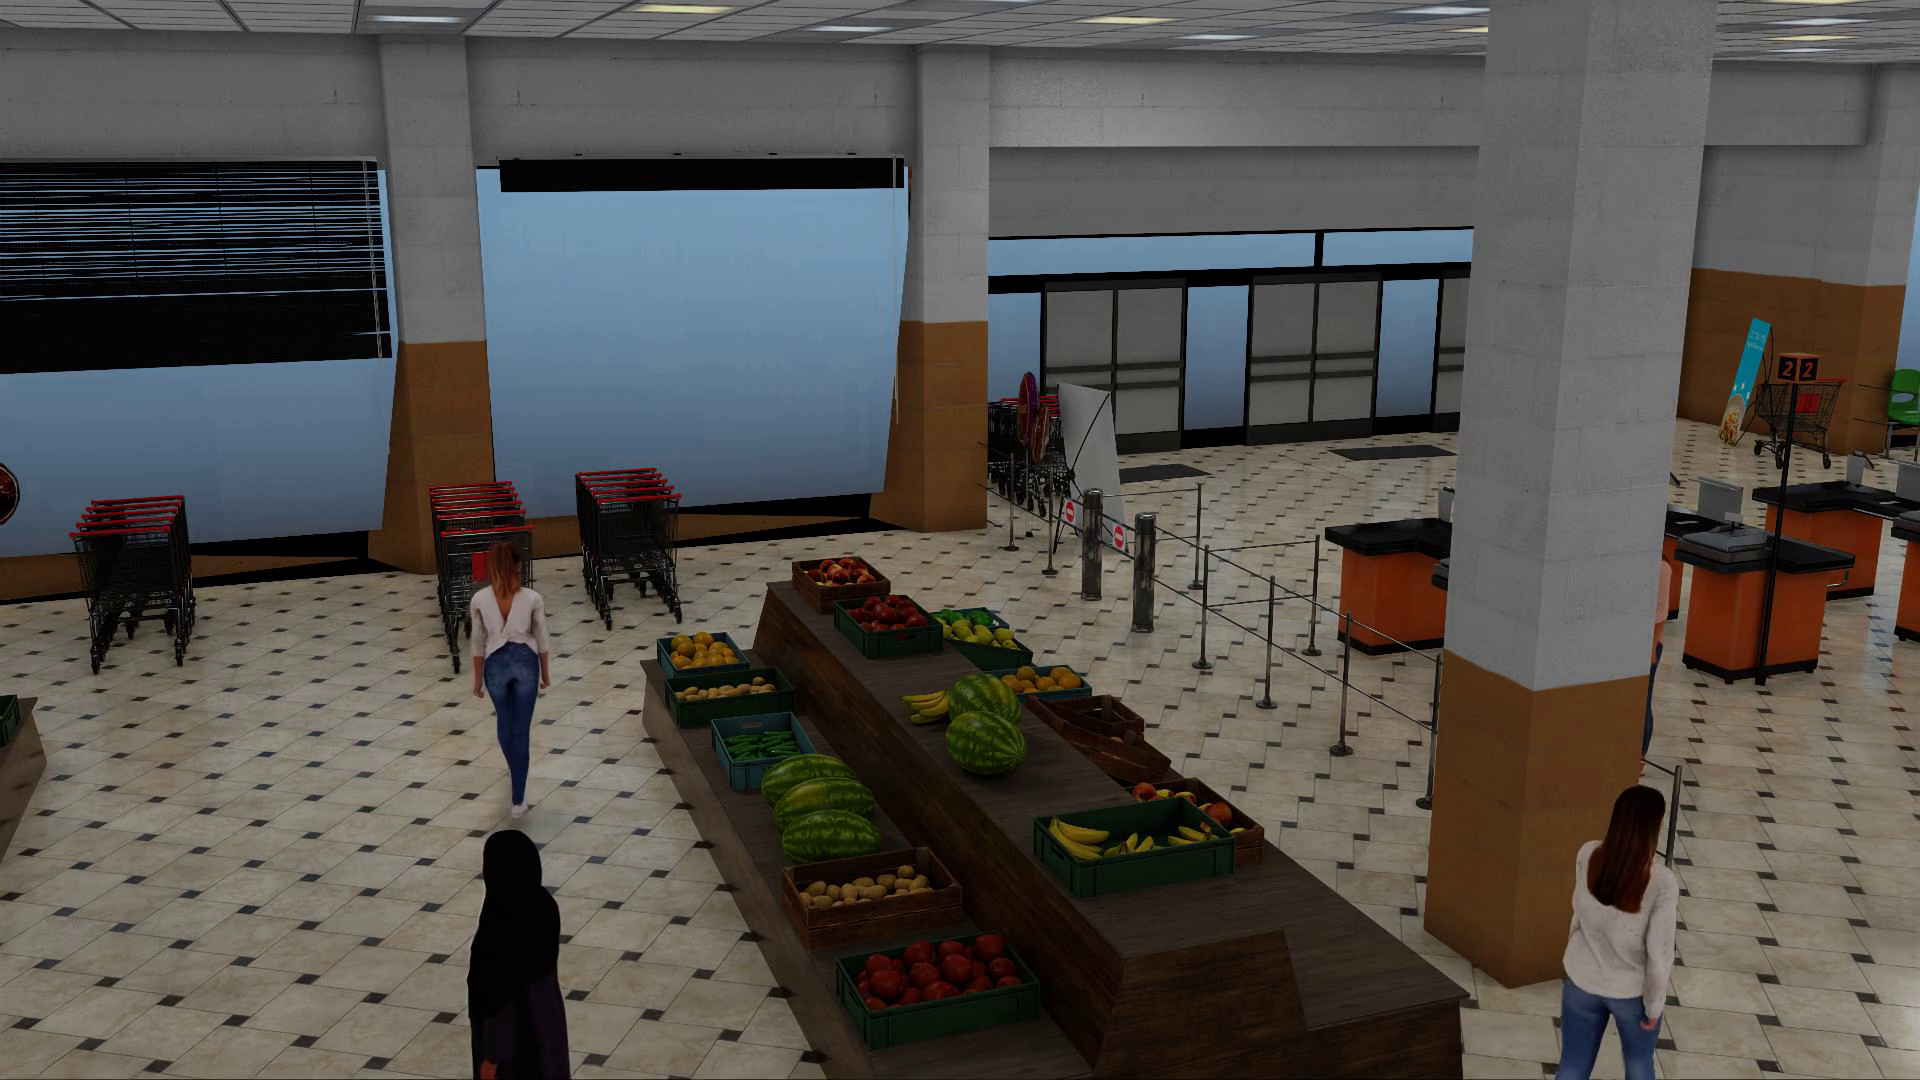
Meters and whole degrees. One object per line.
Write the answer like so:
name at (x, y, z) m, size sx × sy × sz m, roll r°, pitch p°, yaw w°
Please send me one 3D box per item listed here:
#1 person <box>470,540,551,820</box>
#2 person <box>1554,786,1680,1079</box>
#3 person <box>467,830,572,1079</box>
person at (-2.749, 0.886, 10.204) m, size 0.806 × 1.667 × 1.219 m, roll -1°, pitch 14°, yaw -6°
person at (2.506, 1.789, 6.509) m, size 0.976 × 1.655 × 1.135 m, roll -12°, pitch 18°, yaw -41°
person at (-1.672, 1.853, 6.332) m, size 0.779 × 1.614 × 0.708 m, roll 5°, pitch 14°, yaw 20°
